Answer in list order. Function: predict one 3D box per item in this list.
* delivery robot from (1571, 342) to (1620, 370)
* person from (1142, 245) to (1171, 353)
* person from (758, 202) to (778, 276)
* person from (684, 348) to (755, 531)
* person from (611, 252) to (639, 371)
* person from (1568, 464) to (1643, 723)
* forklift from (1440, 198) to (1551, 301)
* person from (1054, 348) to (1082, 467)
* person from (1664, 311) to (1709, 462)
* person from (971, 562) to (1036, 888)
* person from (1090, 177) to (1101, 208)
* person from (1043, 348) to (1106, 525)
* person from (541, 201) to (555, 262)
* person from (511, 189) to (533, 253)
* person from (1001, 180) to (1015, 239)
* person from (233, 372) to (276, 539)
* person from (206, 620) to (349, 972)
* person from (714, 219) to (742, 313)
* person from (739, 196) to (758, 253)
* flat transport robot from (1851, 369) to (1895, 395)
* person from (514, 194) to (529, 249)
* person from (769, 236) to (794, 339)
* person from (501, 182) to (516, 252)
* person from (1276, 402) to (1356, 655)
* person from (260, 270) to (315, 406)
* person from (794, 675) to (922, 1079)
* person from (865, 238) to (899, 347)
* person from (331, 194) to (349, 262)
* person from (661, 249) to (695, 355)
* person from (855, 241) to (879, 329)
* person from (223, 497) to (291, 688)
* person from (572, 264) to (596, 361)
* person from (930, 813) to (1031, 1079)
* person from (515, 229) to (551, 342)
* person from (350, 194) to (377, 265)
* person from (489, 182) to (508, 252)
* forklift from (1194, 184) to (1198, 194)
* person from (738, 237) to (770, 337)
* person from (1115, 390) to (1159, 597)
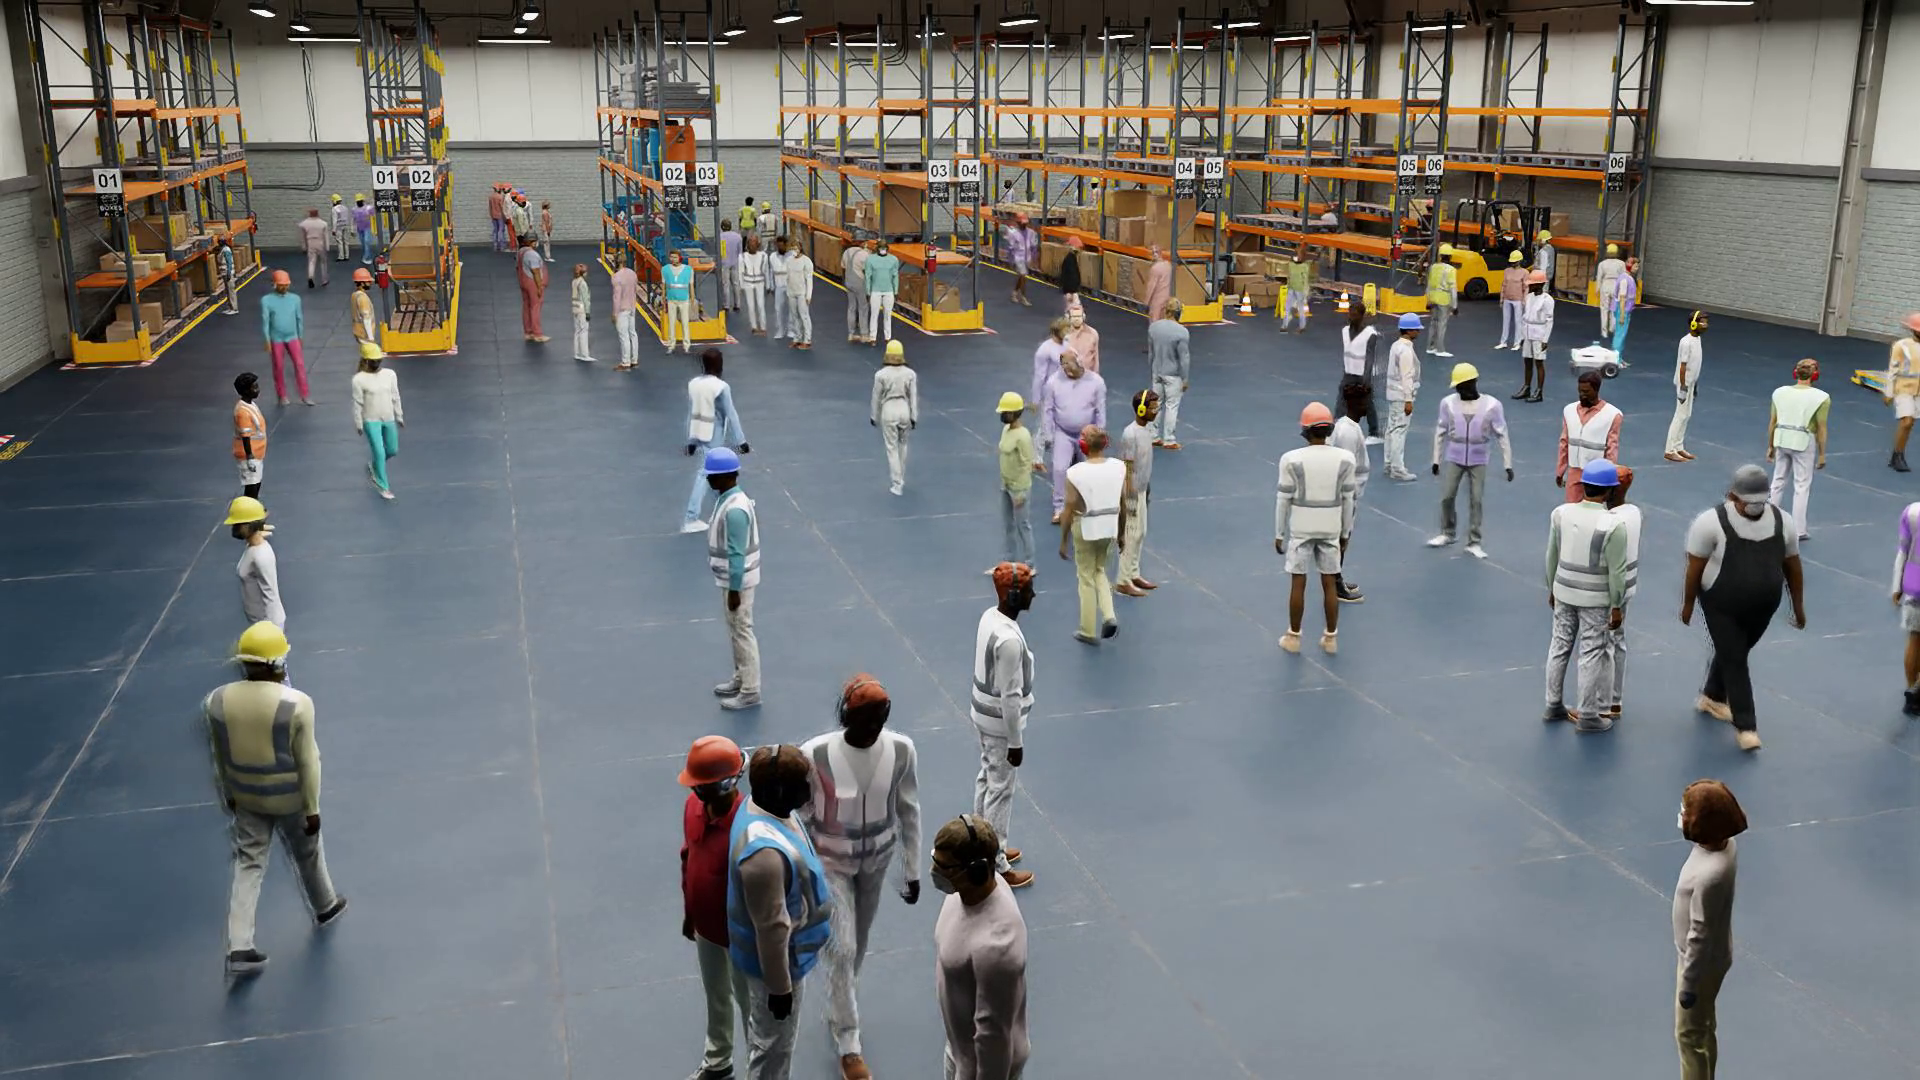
[{"bbox_3d":[10.173,-2.932,26.637,0.707,0.478,0.477,4,15,16],"label":"delivery robot"},{"bbox_3d":[3.410,-4.187,28.980,0.435,1.890,0.654,7,16,25],"label":"person"},{"bbox_3d":[-4.847,-7.572,41.822,0.590,1.837,0.403,-13,20,-40],"label":"person"},{"bbox_3d":[-2.525,-1.055,17.256,1.019,1.863,0.612,-13,20,-40],"label":"person"},{"bbox_3d":[-5.490,-3.727,27.157,0.372,1.940,0.631,5,16,19],"label":"person"},{"bbox_3d":[4.585,0.392,11.763,0.337,1.882,0.584,12,19,39],"label":"person"},{"bbox_3d":[11.913,-6.508,37.130,2.313,2.155,1.214,-4,15,-15],"label":"forklift"},{"bbox_3d":[1.225,-1.280,18.415,0.318,1.697,0.535,-8,17,-28],"label":"person"},{"bbox_3d":[8.933,-1.886,20.393,0.328,1.862,0.502,11,18,36],"label":"person"},{"bbox_3d":[0.244,1.032,9.381,0.353,1.877,0.572,-3,15,-10],"label":"person"},{"bbox_3d":[4.268,-10.494,52.644,0.363,1.928,0.587,5,16,17],"label":"person"},{"bbox_3d":[1.187,-1.082,17.371,0.656,1.861,0.702,1,15,5],"label":"person"},{"bbox_3d":[-11.272,-8.430,45.426,0.309,1.641,0.514,-4,15,-16],"label":"person"},{"bbox_3d":[-12.139,-8.750,46.062,0.611,1.938,0.412,1,15,2],"label":"person"},{"bbox_3d":[1.529,-10.523,52.917,0.429,1.844,0.624,2,15,6],"label":"person"},{"bbox_3d":[-7.171,-0.856,16.836,0.321,1.689,0.530,-3,15,-11],"label":"person"},{"bbox_3d":[-3.558,1.296,8.554,0.607,1.797,0.927,2,15,8],"label":"person"},{"bbox_3d":[-4.822,-5.708,34.619,0.629,1.937,0.373,-11,18,-35],"label":"person"},{"bbox_3d":[-5.980,-8.853,46.928,0.598,1.674,0.396,5,16,19],"label":"person"},{"bbox_3d":[14.248,-2.408,25.390,0.652,0.197,1.431,1,15,5],"label":"flat transport robot"},{"bbox_3d":[-11.104,-7.766,42.248,0.382,1.993,0.622,-5,16,-18],"label":"person"},{"bbox_3d":[-3.236,-4.660,30.765,0.617,1.880,0.793,2,15,6],"label":"person"},{"bbox_3d":[-13.088,-9.364,48.263,0.381,1.994,0.615,-2,15,-7],"label":"person"},{"bbox_3d":[2.826,-0.088,13.315,0.617,2.029,0.462,0,15,-1],"label":"person"},{"bbox_3d":[-9.697,-2.881,23.938,0.628,1.959,0.884,-12,19,-38],"label":"person"},{"bbox_3d":[-0.439,1.524,7.561,0.596,1.848,0.900,-6,16,-22],"label":"person"},{"bbox_3d":[-1.393,-4.438,29.837,0.629,1.938,0.377,-3,15,-12],"label":"person"},{"bbox_3d":[-16.881,-8.475,45.225,0.404,1.832,0.594,4,15,13],"label":"person"},{"bbox_3d":[-4.887,-4.137,28.890,0.564,1.840,0.396,0,15,-1],"label":"person"},{"bbox_3d":[-1.862,-4.940,31.925,0.562,1.822,0.931,-6,16,-22],"label":"person"},{"bbox_3d":[-4.772,0.566,11.338,0.320,1.766,0.535,-9,17,-29],"label":"person"},{"bbox_3d":[-6.413,-3.855,28.213,0.311,1.638,0.523,-10,18,-33],"label":"person"},{"bbox_3d":[0.065,1.889,6.045,0.375,1.933,0.625,-2,15,-8],"label":"person"},{"bbox_3d":[-7.813,-4.676,30.534,0.535,2.000,0.684,-12,19,-38],"label":"person"},{"bbox_3d":[-15.960,-8.272,44.357,0.617,1.875,0.966,1,15,4],"label":"person"},{"bbox_3d":[-13.407,-9.387,48.367,0.611,1.985,0.394,10,18,32],"label":"person"},{"bbox_3d":[7.392,-11.333,53.972,1.873,2.768,1.129,-4,15,-15],"label":"forklift"},{"bbox_3d":[-3.831,-4.710,31.019,0.579,1.845,0.897,-2,15,-6],"label":"person"},{"bbox_3d":[1.590,-0.424,14.890,0.330,1.859,0.523,7,16,24],"label":"person"}]
